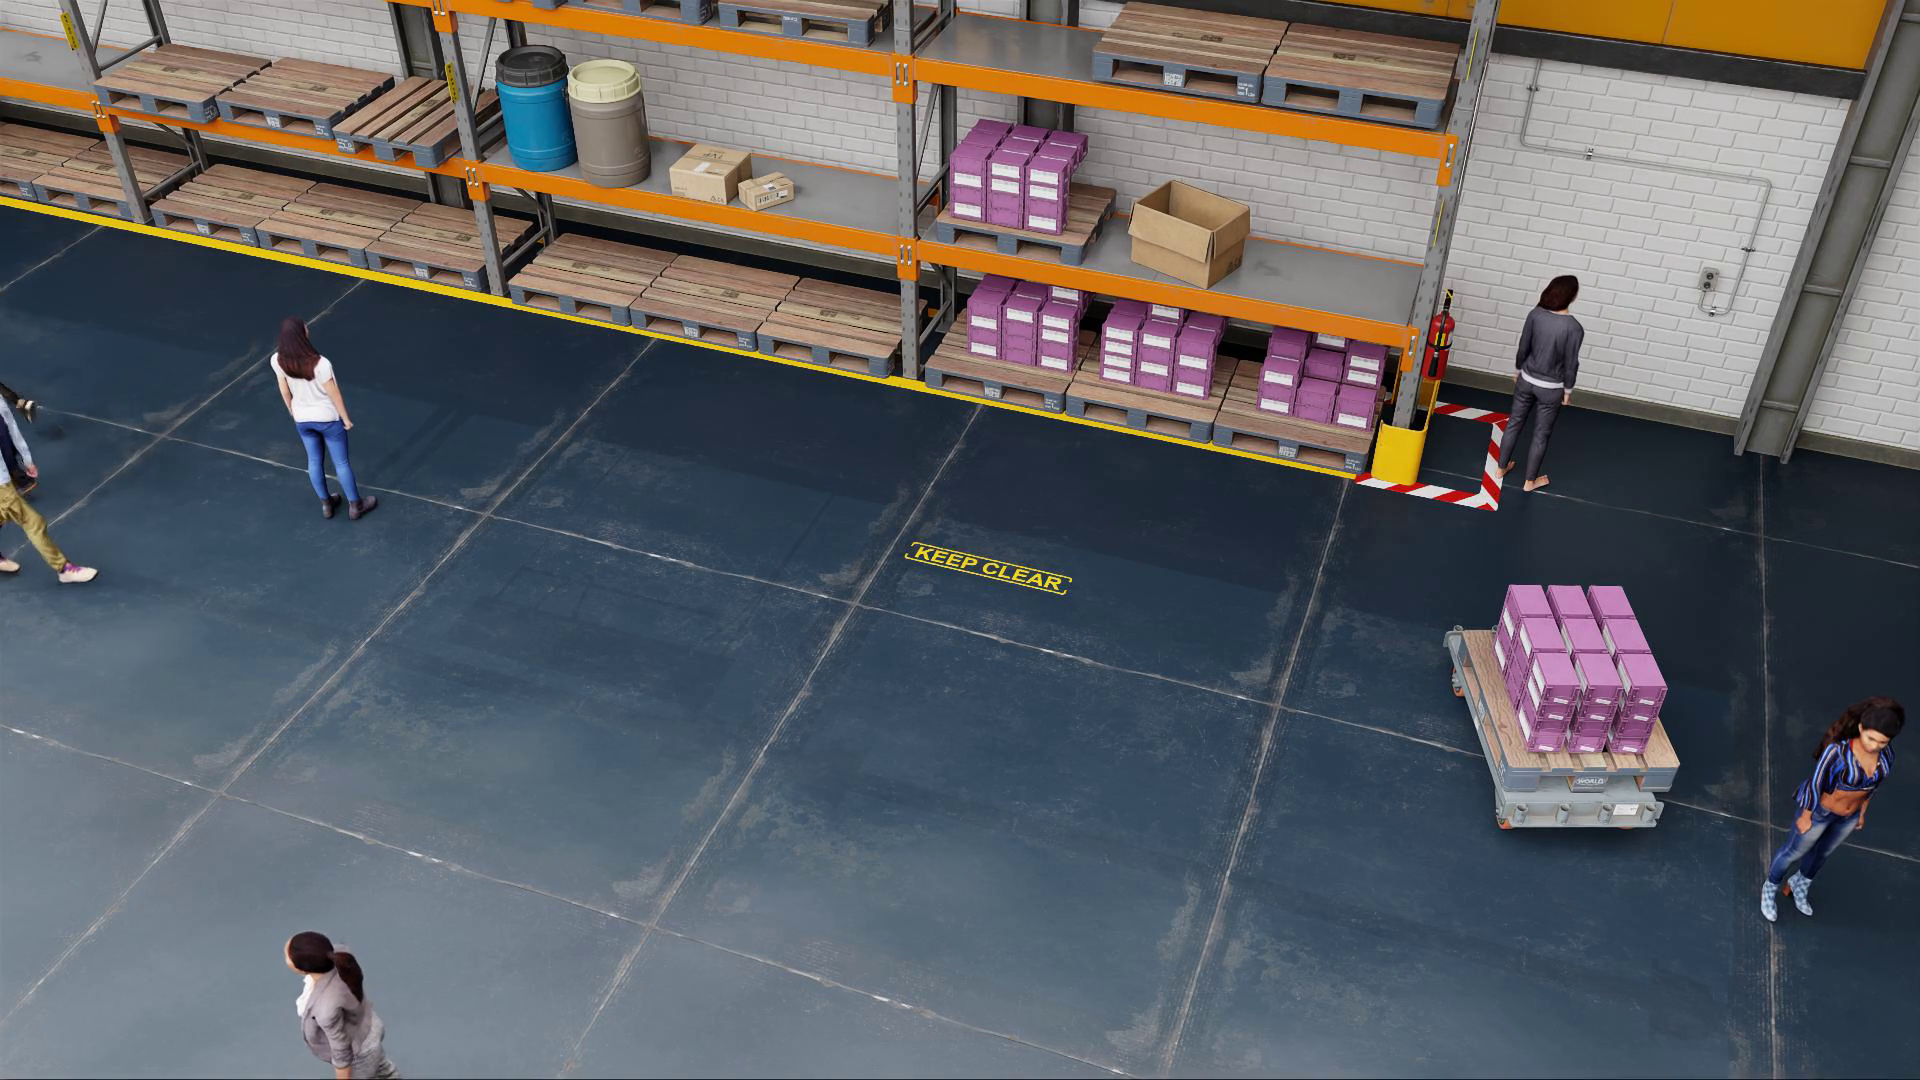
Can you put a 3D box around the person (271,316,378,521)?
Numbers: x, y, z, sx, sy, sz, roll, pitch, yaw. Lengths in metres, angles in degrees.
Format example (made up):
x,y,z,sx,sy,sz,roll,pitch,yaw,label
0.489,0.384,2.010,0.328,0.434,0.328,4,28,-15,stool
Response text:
x,y,z,sx,sy,sz,roll,pitch,yaw,label
-4.617,-0.859,11.976,0.516,1.685,0.700,6,39,8,person

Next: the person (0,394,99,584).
x,y,z,sx,sy,sz,roll,pitch,yaw,label
-6.660,-0.428,11.374,1.220,1.762,0.906,2,39,3,person

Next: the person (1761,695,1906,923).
x,y,z,sx,sy,sz,roll,pitch,yaw,label
4.767,1.474,9.105,0.632,1.622,0.746,-4,39,-5,person

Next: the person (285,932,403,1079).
x,y,z,sx,sy,sz,roll,pitch,yaw,label
-2.870,2.406,7.894,0.728,1.677,0.711,-6,39,-8,person

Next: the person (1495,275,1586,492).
x,y,z,sx,sy,sz,roll,pitch,yaw,label
4.302,-1.170,12.298,0.603,1.768,0.748,32,48,33,person
